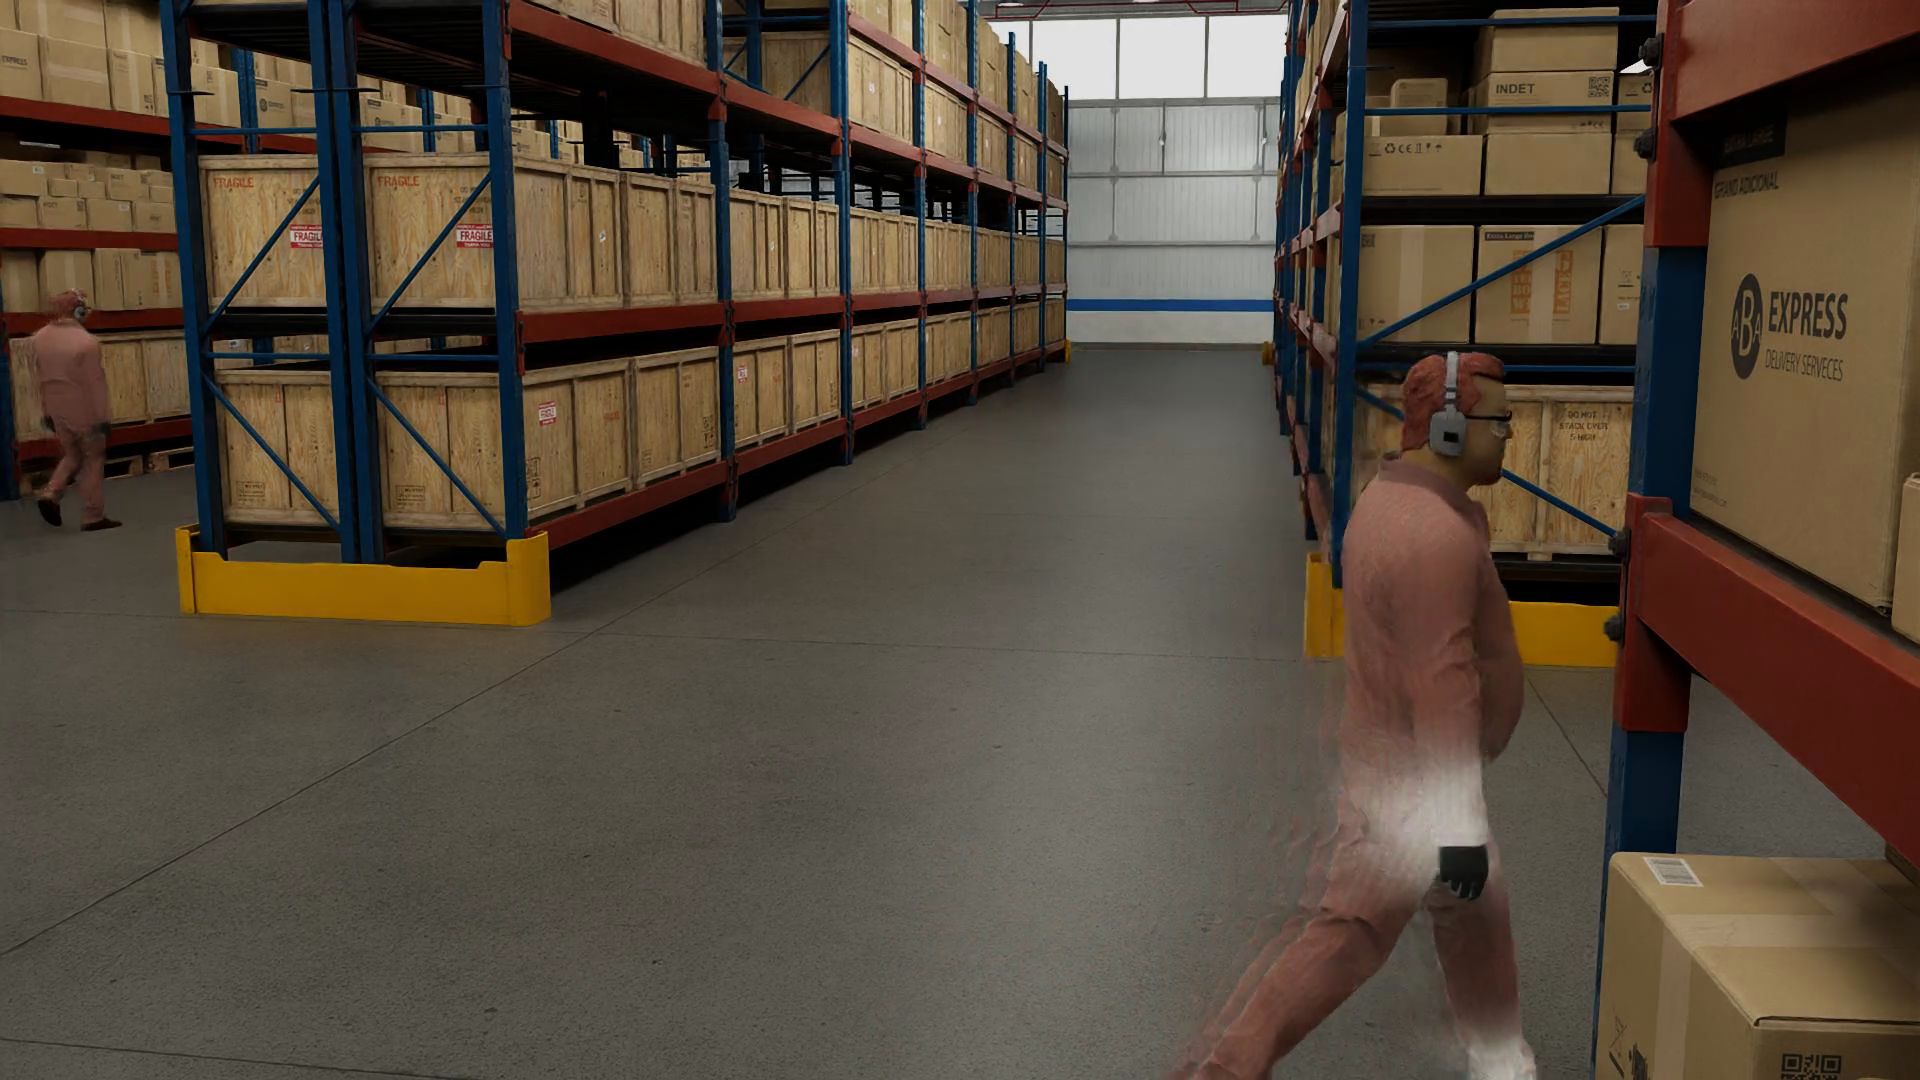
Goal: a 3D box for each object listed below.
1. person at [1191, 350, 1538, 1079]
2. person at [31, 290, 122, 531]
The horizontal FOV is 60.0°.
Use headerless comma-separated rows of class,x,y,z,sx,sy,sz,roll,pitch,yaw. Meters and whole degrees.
person,0.982,0.508,3.706,0.987,1.865,0.663,2,9,9
person,-6.877,-0.993,12.917,0.664,1.888,0.494,3,10,20
